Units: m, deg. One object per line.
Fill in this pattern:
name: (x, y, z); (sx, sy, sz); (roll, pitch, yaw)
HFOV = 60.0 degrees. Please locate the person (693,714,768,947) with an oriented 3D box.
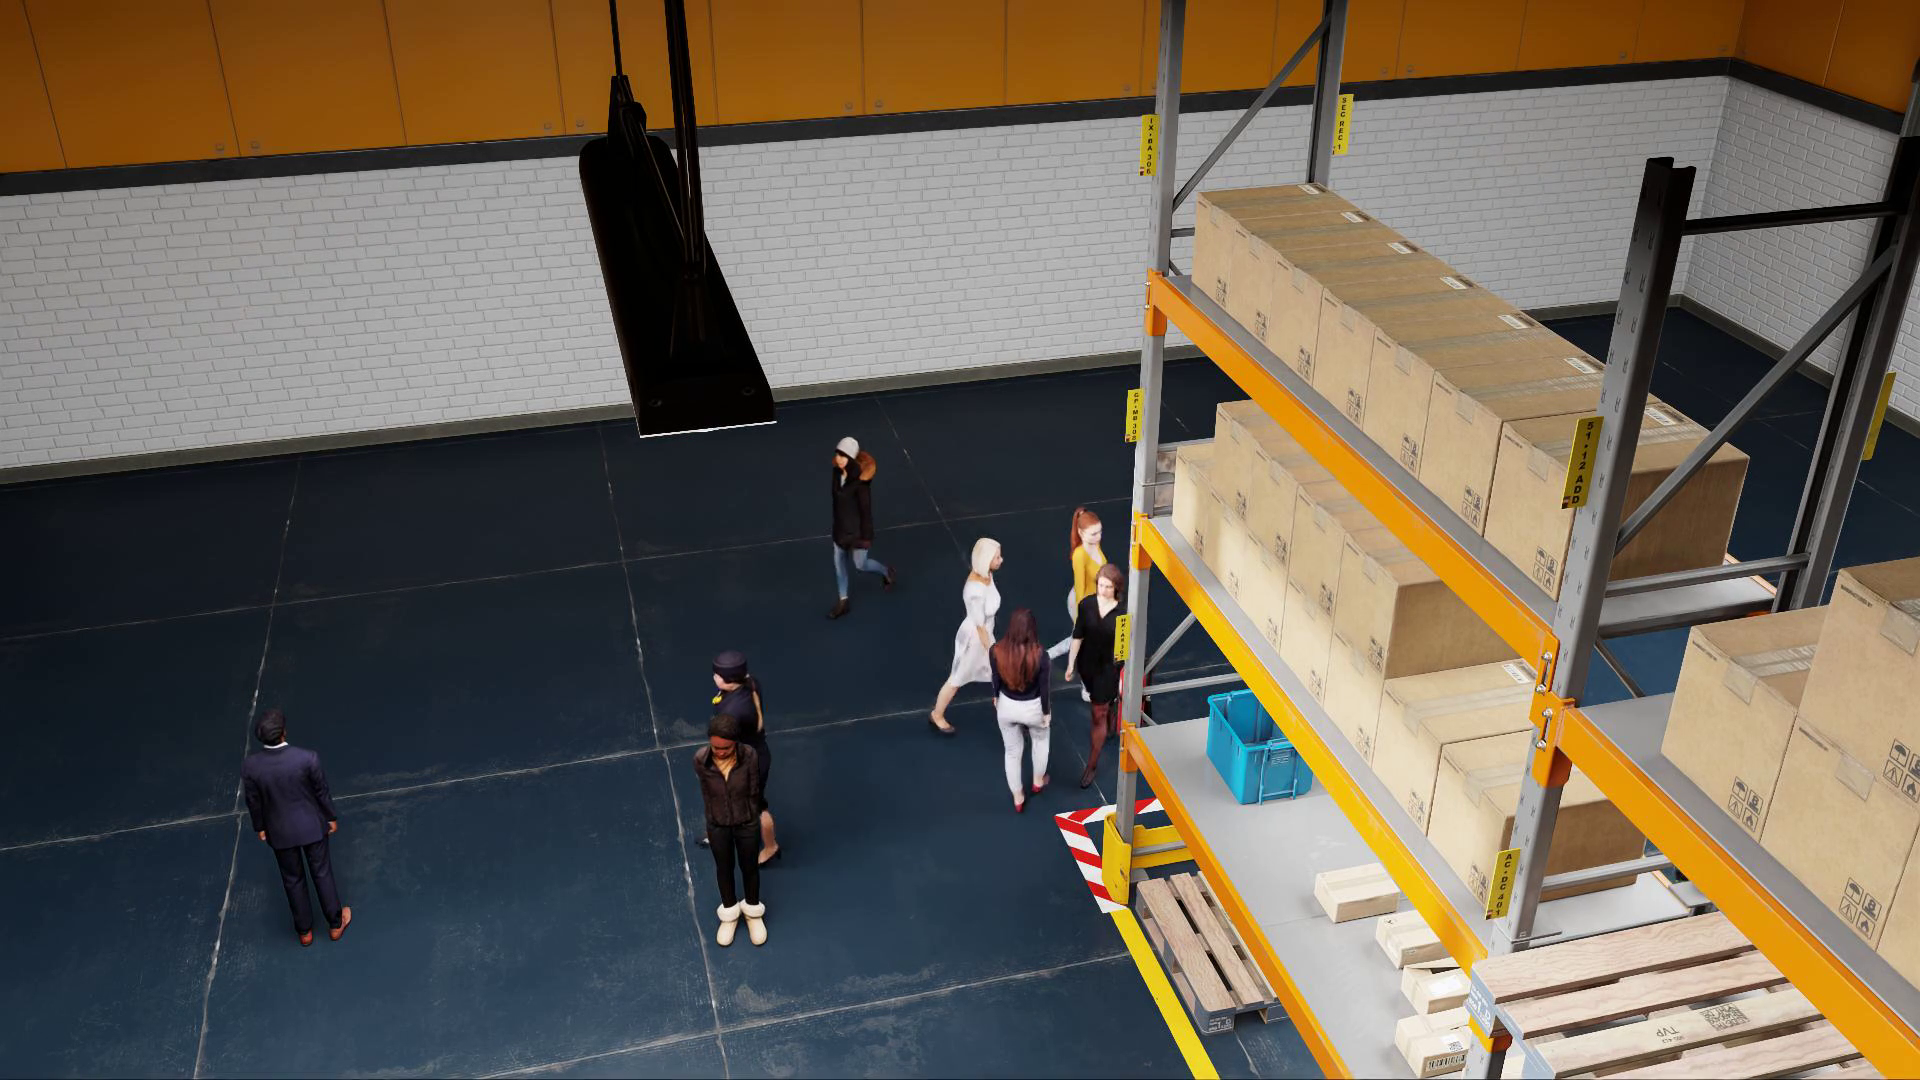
person: (-1.429, 1.764, 10.450); (0.594, 1.660, 0.644); (-5, 29, -8)

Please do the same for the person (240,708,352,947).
person: (-4.129, 1.788, 10.337); (0.631, 1.727, 0.514); (-8, 30, -14)

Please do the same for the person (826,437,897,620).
person: (-0.854, -0.125, 13.960); (1.007, 1.614, 0.981); (24, 37, 37)

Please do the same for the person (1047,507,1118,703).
person: (0.863, 0.511, 12.668); (0.964, 1.736, 0.989); (8, 30, 14)

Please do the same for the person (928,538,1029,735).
person: (0.028, 0.765, 12.246); (1.014, 1.695, 1.133); (7, 29, 13)

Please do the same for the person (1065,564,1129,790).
person: (1.042, 0.890, 12.052); (1.021, 1.660, 1.096); (14, 32, 24)

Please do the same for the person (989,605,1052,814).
person: (0.411, 1.215, 11.528); (0.726, 1.591, 0.787); (6, 29, 12)

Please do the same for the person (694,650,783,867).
person: (-1.354, 1.489, 10.963); (0.911, 1.651, 0.908); (2, 29, 4)
